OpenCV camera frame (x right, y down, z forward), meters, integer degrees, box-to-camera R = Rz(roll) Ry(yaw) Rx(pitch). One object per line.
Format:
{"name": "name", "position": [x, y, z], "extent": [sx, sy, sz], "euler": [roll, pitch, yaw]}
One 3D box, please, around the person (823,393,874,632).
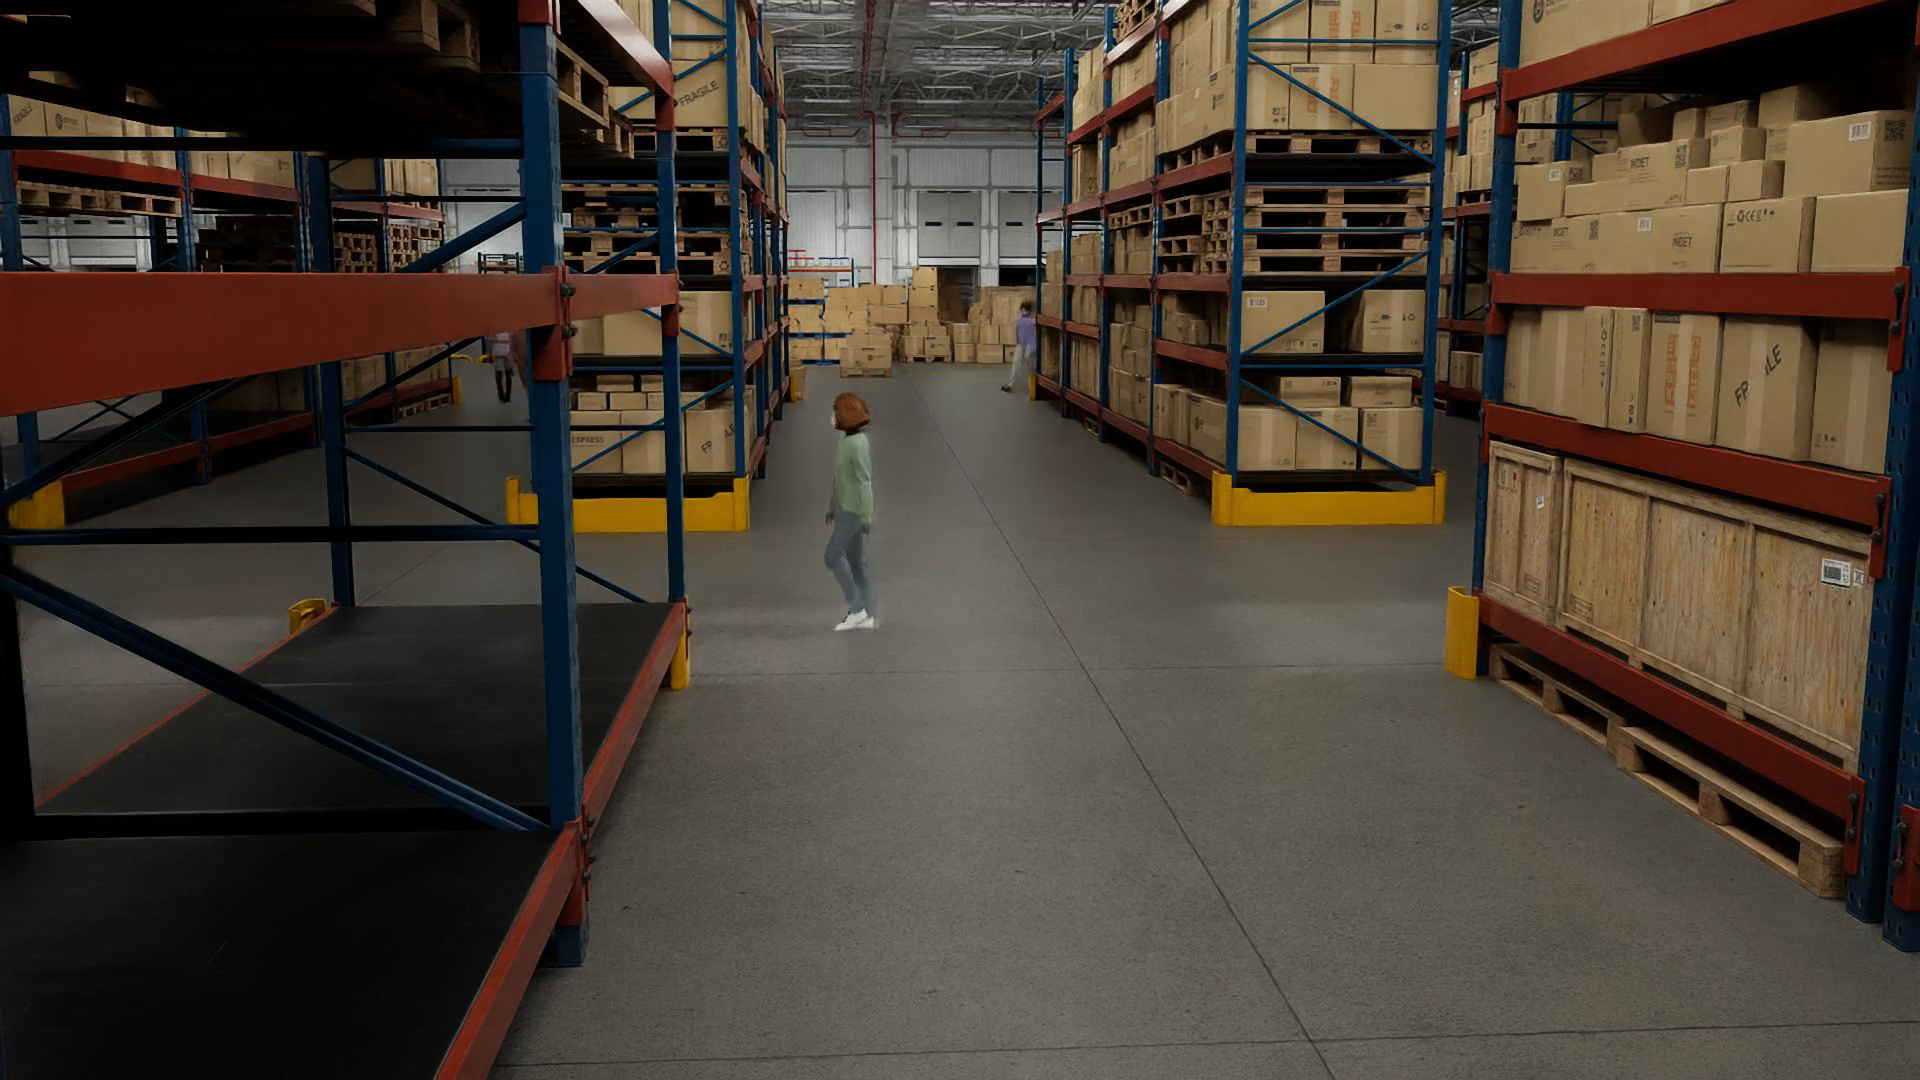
{"name": "person", "position": [-0.765, -0.177, 11.200], "extent": [0.430, 1.620, 0.506], "euler": [-1, 9, -9]}

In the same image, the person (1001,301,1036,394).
{"name": "person", "position": [1.273, -3.885, 33.683], "extent": [1.019, 1.871, 0.666], "euler": [-9, 12, -43]}

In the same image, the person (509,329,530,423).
{"name": "person", "position": [-7.107, -2.892, 27.497], "extent": [0.658, 1.865, 0.976], "euler": [0, 9, 2]}

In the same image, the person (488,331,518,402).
{"name": "person", "position": [-8.592, -3.533, 31.320], "extent": [0.550, 1.921, 0.569], "euler": [-2, 9, -14]}
